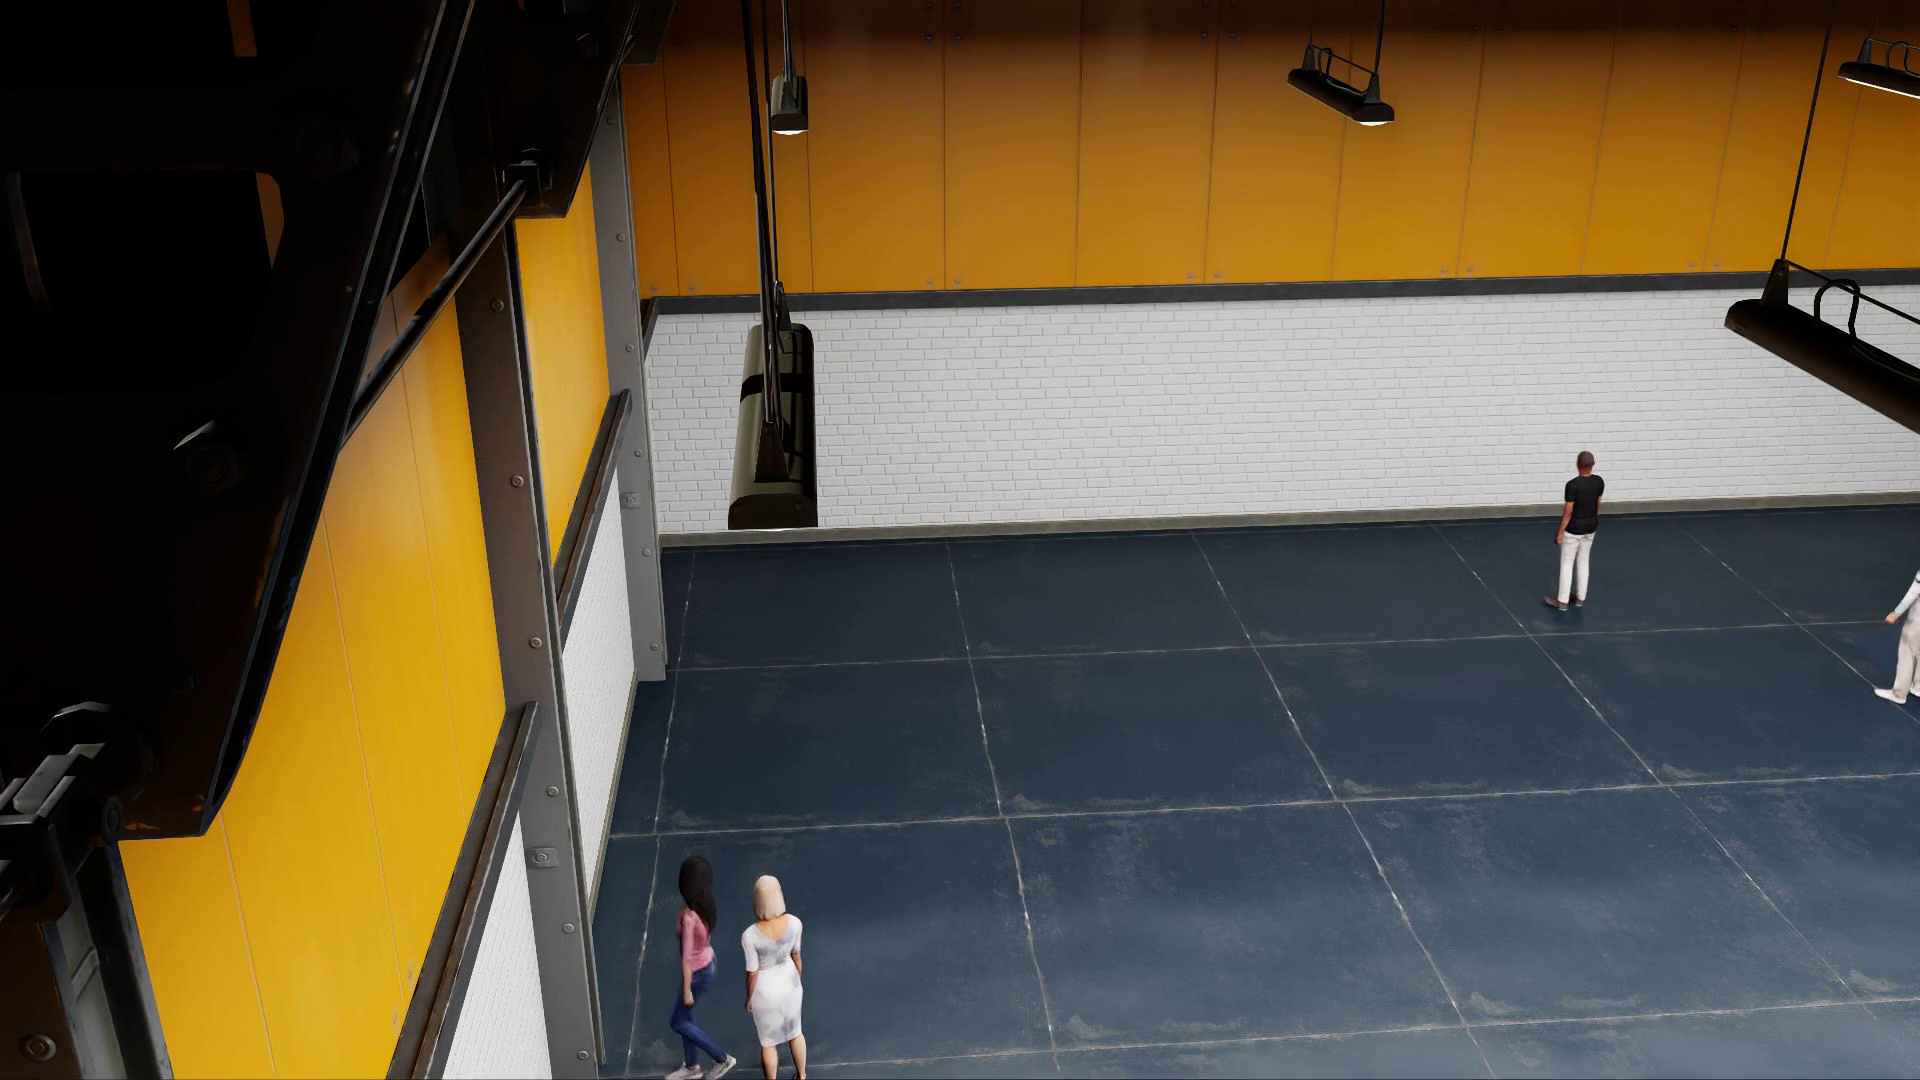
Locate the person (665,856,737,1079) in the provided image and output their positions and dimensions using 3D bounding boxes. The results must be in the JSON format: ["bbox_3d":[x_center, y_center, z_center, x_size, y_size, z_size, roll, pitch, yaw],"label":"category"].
[{"bbox_3d":[-1.719,2.926,11.221,0.685,1.712,0.671,-3,24,-7],"label":"person"}]

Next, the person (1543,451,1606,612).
[{"bbox_3d":[6.705,-0.102,18.033,0.727,1.803,0.701,-9,25,-19],"label":"person"}]

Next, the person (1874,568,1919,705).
[{"bbox_3d":[9.323,0.744,16.033,0.781,1.856,0.769,-11,26,-23],"label":"person"}]

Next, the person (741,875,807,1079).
[{"bbox_3d":[-1.220,2.989,11.029,0.637,1.749,0.634,-13,27,-27],"label":"person"}]
